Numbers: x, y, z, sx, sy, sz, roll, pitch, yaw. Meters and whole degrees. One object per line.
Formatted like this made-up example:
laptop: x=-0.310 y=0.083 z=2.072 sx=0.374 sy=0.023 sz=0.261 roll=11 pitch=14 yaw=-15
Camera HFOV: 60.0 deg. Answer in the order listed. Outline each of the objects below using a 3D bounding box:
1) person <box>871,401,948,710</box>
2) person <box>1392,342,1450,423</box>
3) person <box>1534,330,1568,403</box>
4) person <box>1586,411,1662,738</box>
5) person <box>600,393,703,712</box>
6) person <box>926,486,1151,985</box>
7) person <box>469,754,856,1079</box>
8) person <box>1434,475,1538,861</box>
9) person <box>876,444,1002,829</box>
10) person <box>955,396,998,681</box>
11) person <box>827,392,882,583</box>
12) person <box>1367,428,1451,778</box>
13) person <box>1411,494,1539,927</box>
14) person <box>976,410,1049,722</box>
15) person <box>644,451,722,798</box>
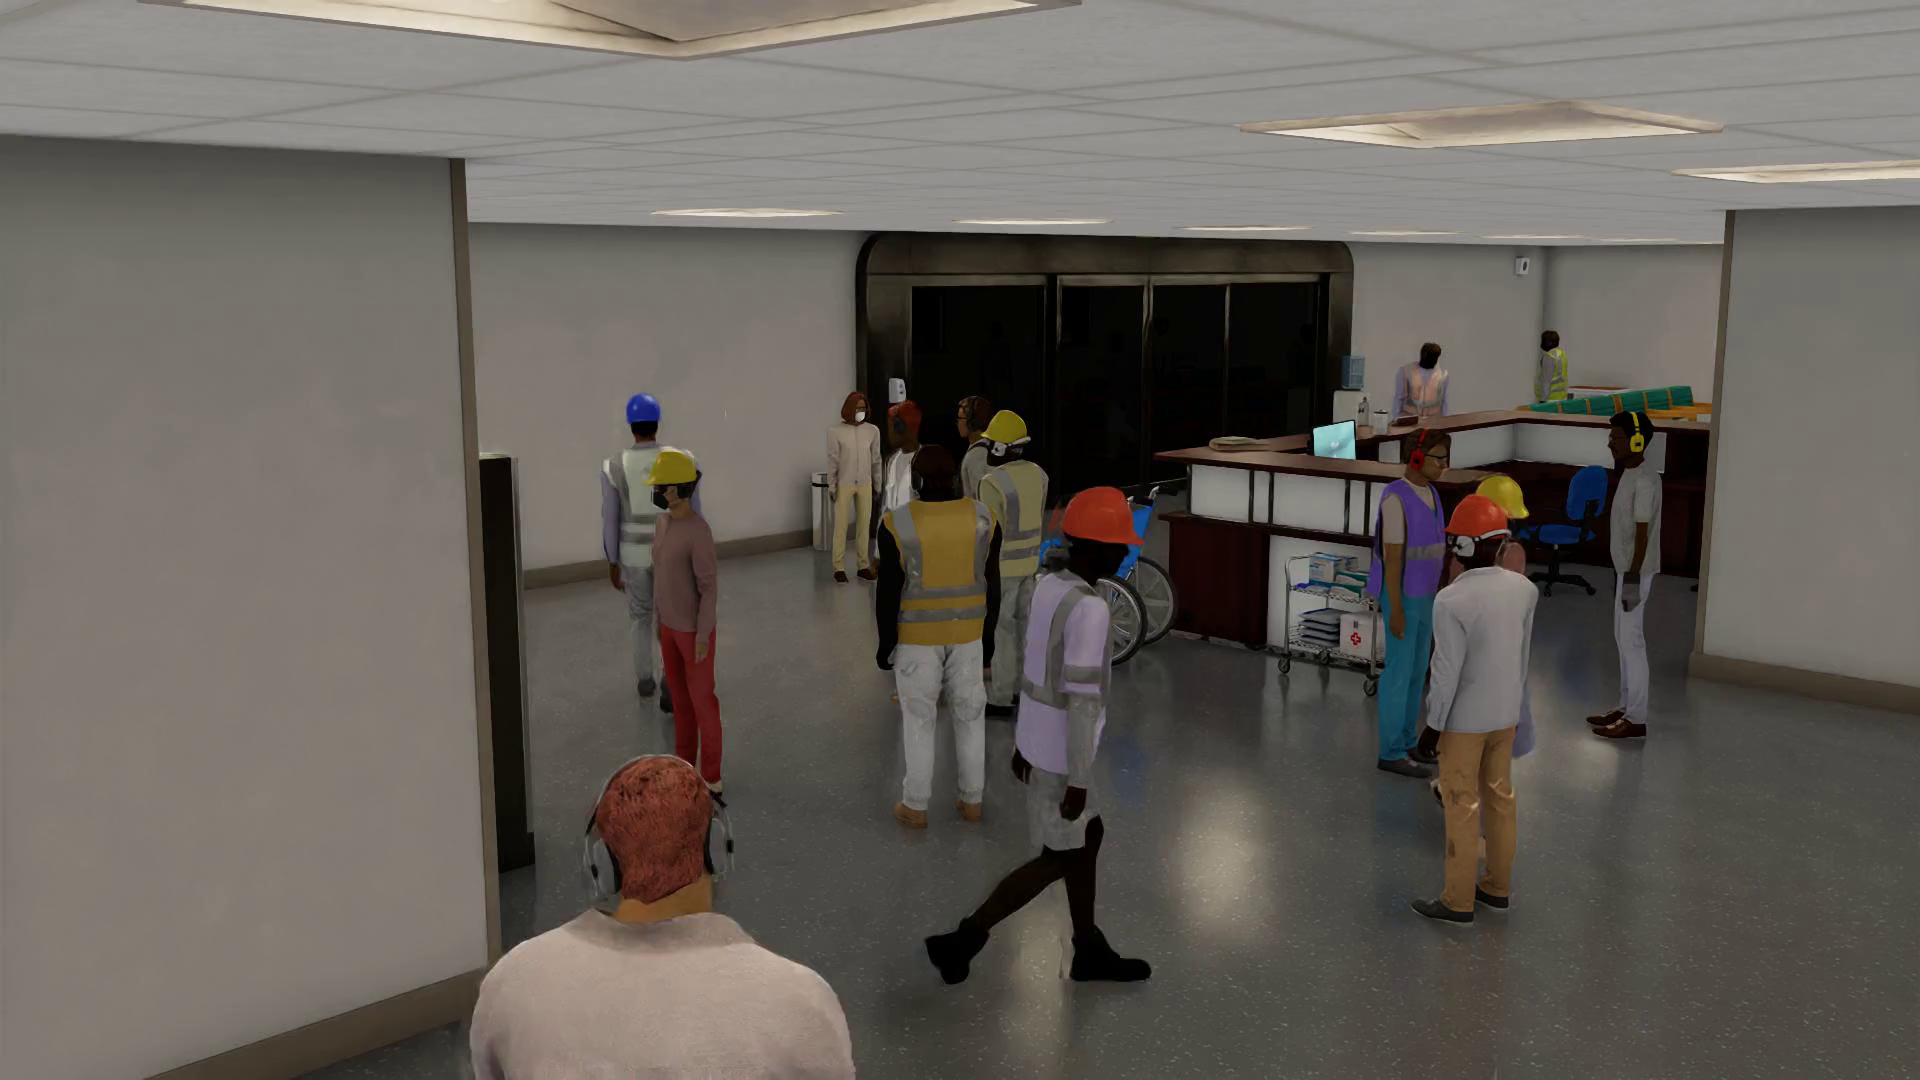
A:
person: x=-0.276 y=0.089 z=10.177 sx=0.405 sy=1.847 sz=0.662 roll=-6 pitch=11 yaw=-34
person: x=5.363 y=-1.405 z=19.420 sx=0.649 sy=1.819 sz=0.655 roll=1 pitch=9 yaw=8
person: x=8.031 y=-1.934 z=22.648 sx=0.431 sy=1.831 sz=0.638 roll=6 pitch=11 yaw=32
person: x=3.799 y=0.197 z=9.456 sx=0.328 sy=1.862 sz=0.509 roll=2 pitch=10 yaw=13
person: x=-1.853 y=0.073 z=10.057 sx=0.615 sy=1.916 sz=0.876 roll=-1 pitch=9 yaw=-8
person: x=0.284 y=0.744 z=5.996 sx=0.819 sy=1.901 sz=0.583 roll=-2 pitch=9 yaw=-12
person: x=-0.436 y=1.275 z=2.875 sx=0.703 sy=1.843 sz=0.973 roll=3 pitch=10 yaw=18
person: x=2.365 y=0.572 z=7.487 sx=0.547 sy=1.753 sz=0.414 roll=-7 pitch=12 yaw=-38
person: x=-0.111 y=0.458 z=7.931 sx=0.621 sy=1.839 sz=0.429 roll=-3 pitch=10 yaw=-18
person: x=0.107 y=-0.012 z=10.770 sx=0.333 sy=1.844 sz=0.514 roll=2 pitch=9 yaw=12
person: x=-0.893 y=-0.447 z=14.138 sx=0.504 sy=1.627 sz=0.285 roll=-5 pitch=10 yaw=-27
person: x=2.384 y=0.320 z=8.795 sx=0.421 sy=1.833 sz=0.564 roll=7 pitch=11 yaw=36
person: x=2.077 y=0.687 z=6.766 sx=0.560 sy=1.753 sz=0.328 roll=-6 pitch=11 yaw=-33
person: x=0.269 y=0.149 z=9.820 sx=0.404 sy=1.837 sz=0.587 roll=6 pitch=11 yaw=34
person: x=-1.390 y=0.434 z=8.287 sx=0.331 sy=1.768 sz=0.526 roll=-7 pitch=11 yaw=-35
